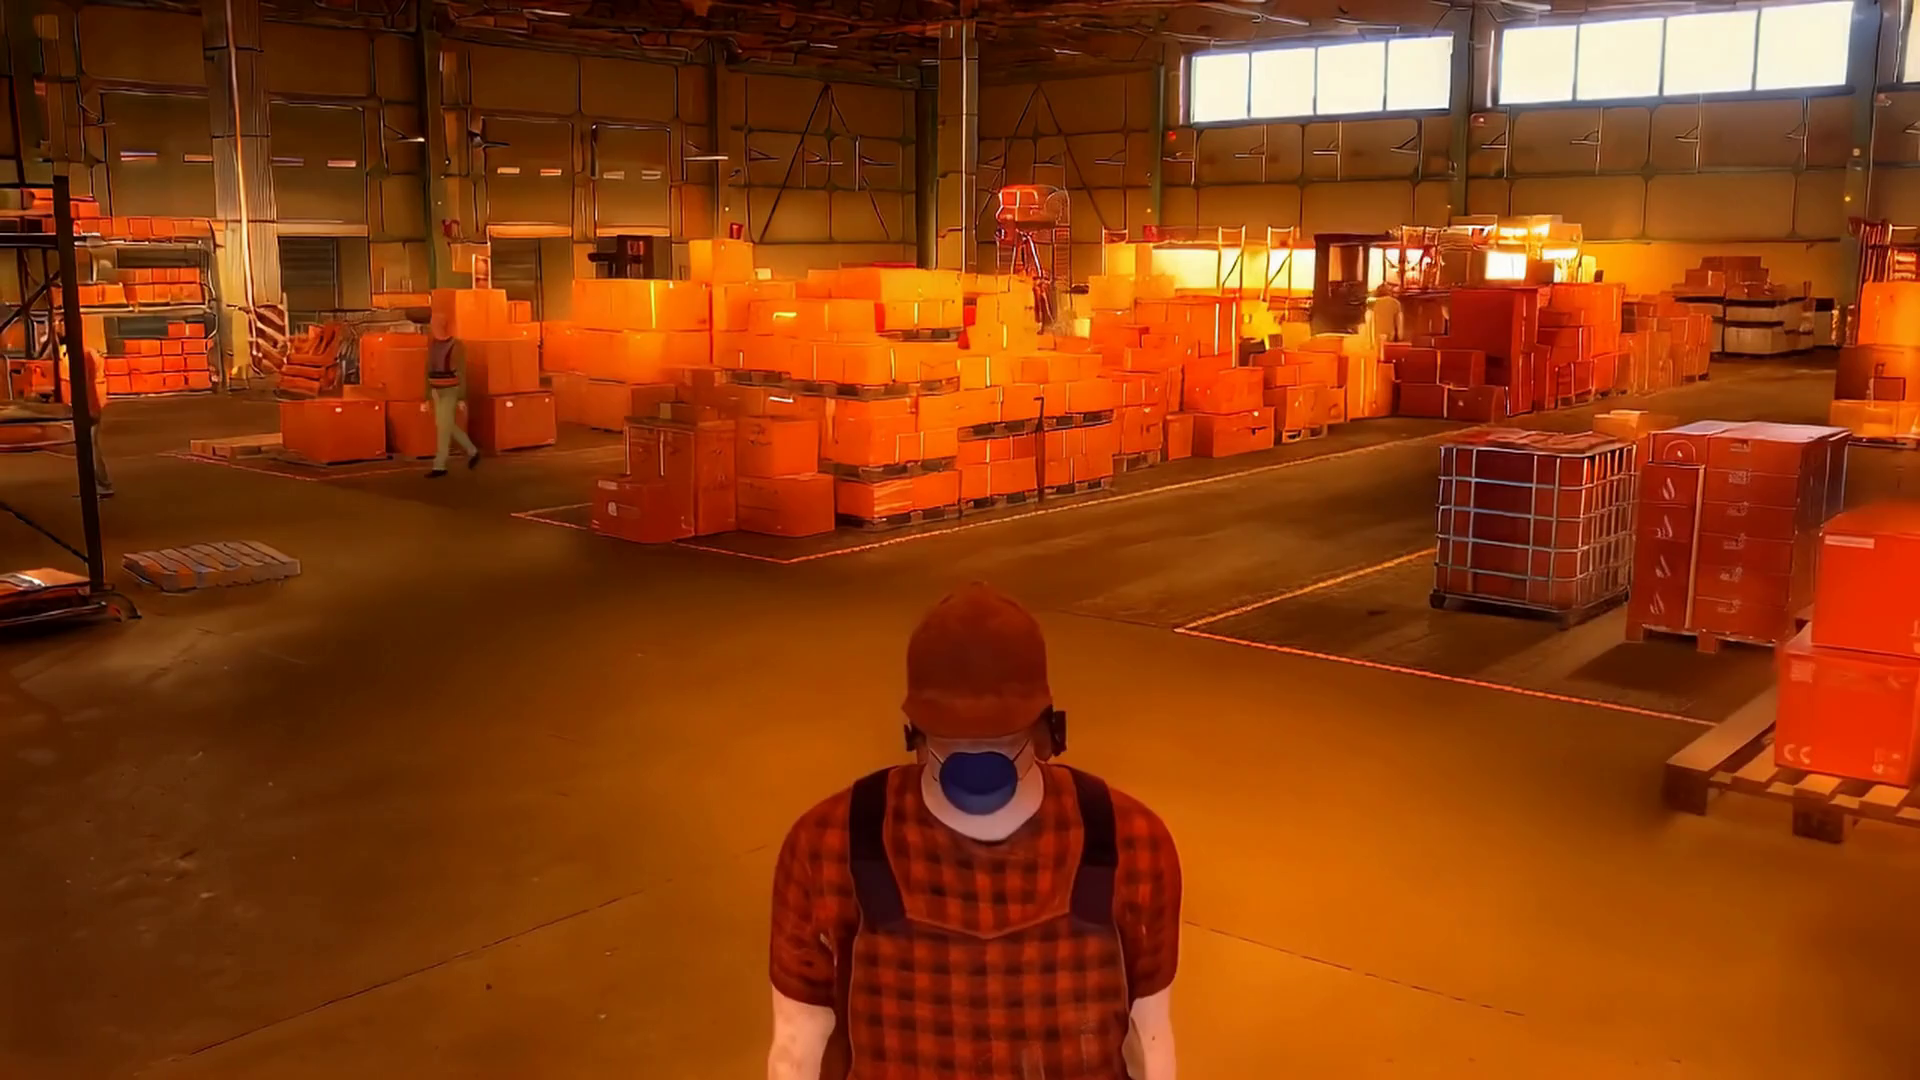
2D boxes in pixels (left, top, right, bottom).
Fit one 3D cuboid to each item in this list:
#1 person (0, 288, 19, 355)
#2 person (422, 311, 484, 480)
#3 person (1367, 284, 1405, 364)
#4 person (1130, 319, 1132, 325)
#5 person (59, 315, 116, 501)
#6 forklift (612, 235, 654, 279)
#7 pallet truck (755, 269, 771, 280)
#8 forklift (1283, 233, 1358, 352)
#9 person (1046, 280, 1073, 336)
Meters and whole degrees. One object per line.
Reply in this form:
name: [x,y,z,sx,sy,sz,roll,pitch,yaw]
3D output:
person: [-16.859,-3.500,29.140,0.556,1.882,1.000,6,12,30]
person: [-5.692,-1.624,18.570,0.580,1.858,0.826,7,12,34]
person: [7.760,-3.716,30.365,0.685,1.896,0.691,1,10,8]
person: [3.093,-3.321,28.909,0.751,1.614,0.519,-5,11,-27]
person: [-8.826,-1.341,16.821,0.411,1.903,0.607,-7,12,-34]
forklift: [-7.298,-5.450,37.421,1.873,2.768,1.129,8,13,40]
pallet truck: [-4.996,-6.432,45.525,1.885,1.965,0.823,-6,12,-32]
forklift: [7.339,-4.615,32.668,1.129,2.768,1.873,-6,11,-29]
person: [2.824,-6.832,48.085,0.959,1.908,0.640,-4,11,-24]
